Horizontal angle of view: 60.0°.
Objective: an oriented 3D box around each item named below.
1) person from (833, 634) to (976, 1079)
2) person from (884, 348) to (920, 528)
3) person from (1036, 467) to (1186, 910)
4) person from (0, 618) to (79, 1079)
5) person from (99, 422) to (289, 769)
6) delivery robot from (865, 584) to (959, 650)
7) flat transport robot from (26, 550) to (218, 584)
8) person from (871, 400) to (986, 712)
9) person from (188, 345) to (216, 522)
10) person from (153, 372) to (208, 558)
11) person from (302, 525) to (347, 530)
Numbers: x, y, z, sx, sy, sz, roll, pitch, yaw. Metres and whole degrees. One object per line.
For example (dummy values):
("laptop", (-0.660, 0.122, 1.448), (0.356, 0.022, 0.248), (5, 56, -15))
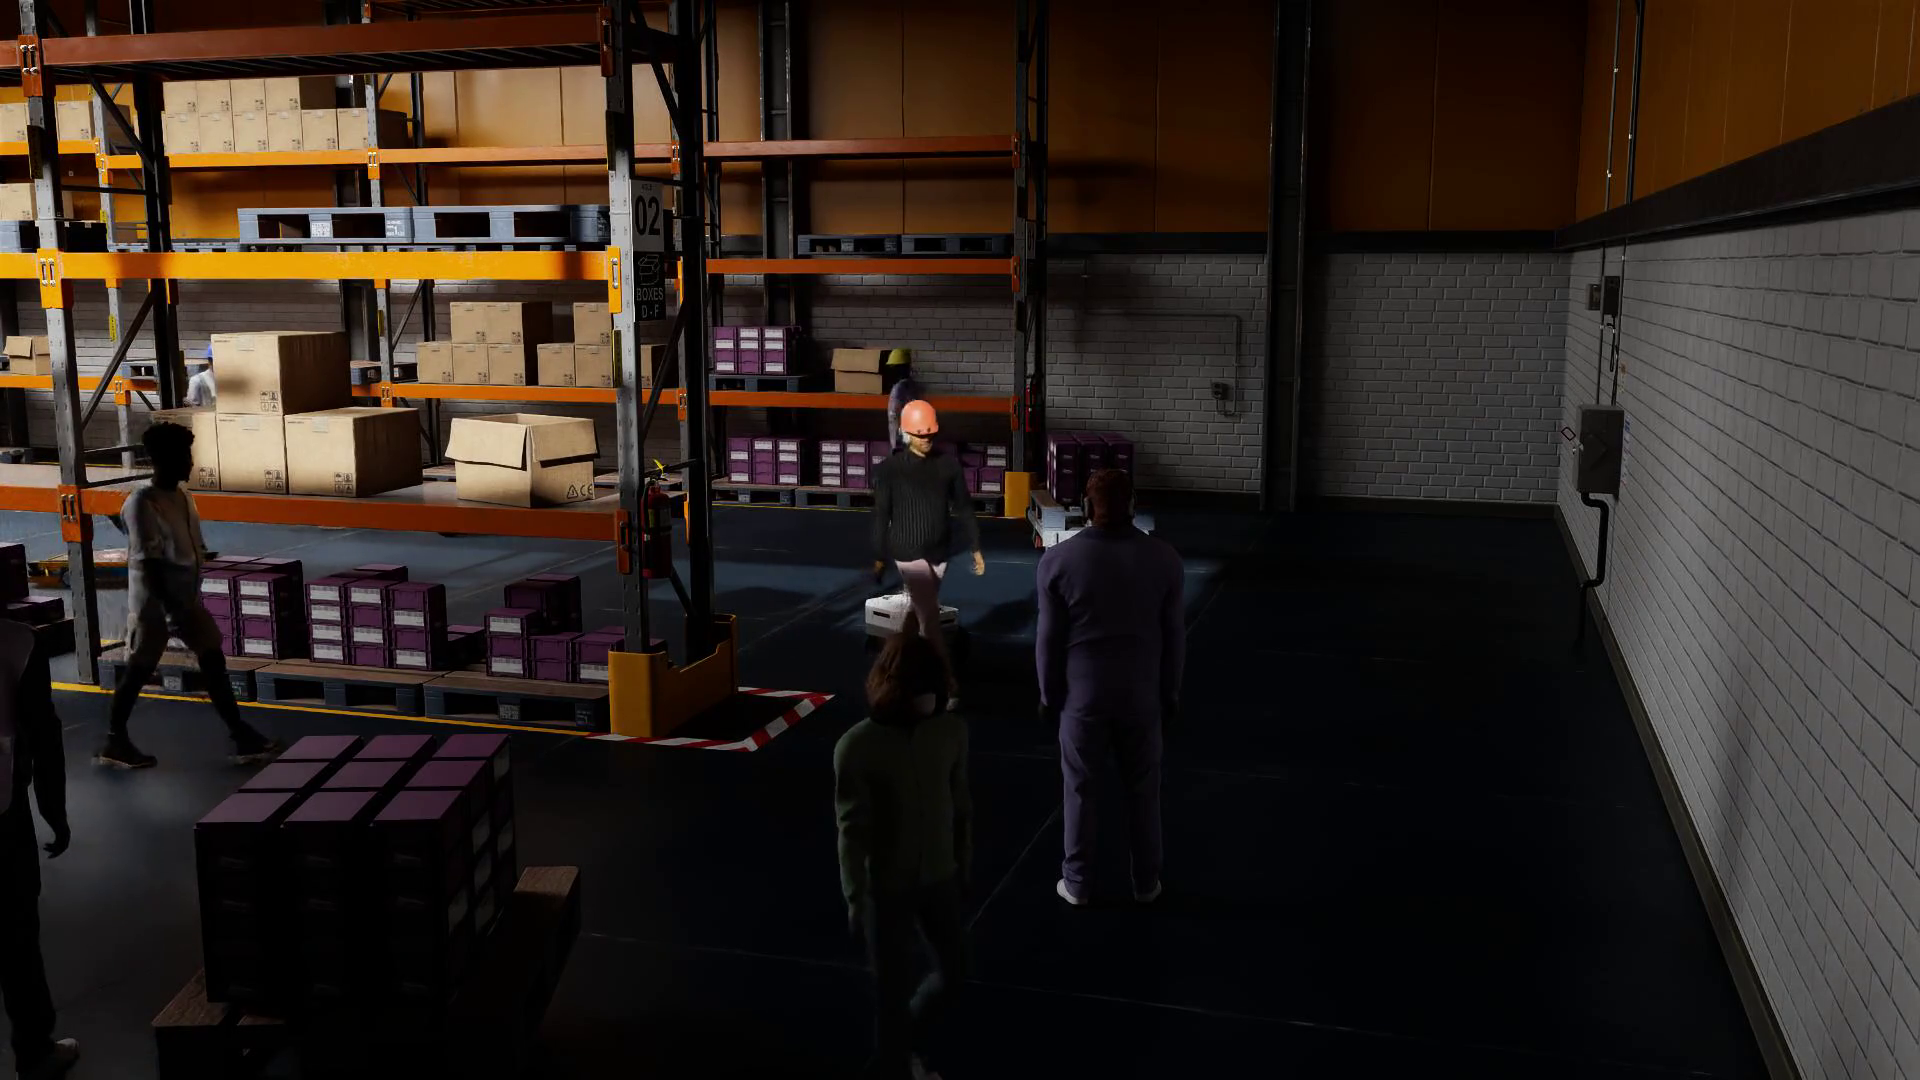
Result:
("person", (-0.163, 1.088, 5.201), (0.507, 1.629, 0.449), (-6, 11, -32))
("person", (-0.548, -1.044, 17.328), (0.588, 1.906, 0.599), (2, 10, 14))
("person", (0.637, 0.637, 7.108), (0.639, 1.903, 0.409), (0, 9, -1))
("person", (-3.269, 0.896, 5.483), (0.596, 1.915, 0.379), (-2, 10, -14))
("person", (-4.264, 0.314, 9.041), (1.008, 1.915, 0.604), (1, 9, 7))
("delivery robot", (-0.338, 0.541, 11.501), (0.477, 0.478, 0.707), (-8, 12, -41))
("flat transport robot", (-7.315, 0.227, 14.558), (1.431, 0.197, 0.652), (0, 9, -1))
("person", (-0.236, 0.055, 10.588), (0.701, 1.934, 1.048), (-5, 11, -28))
("person", (-8.030, -1.172, 18.032), (0.439, 1.935, 0.631), (5, 11, 30))
("person", (-7.120, -0.636, 15.054), (0.463, 1.834, 0.570), (-3, 10, -15))
("person", (-6.651, -0.889, 17.239), (0.413, 1.623, 0.524), (2, 10, 13))
